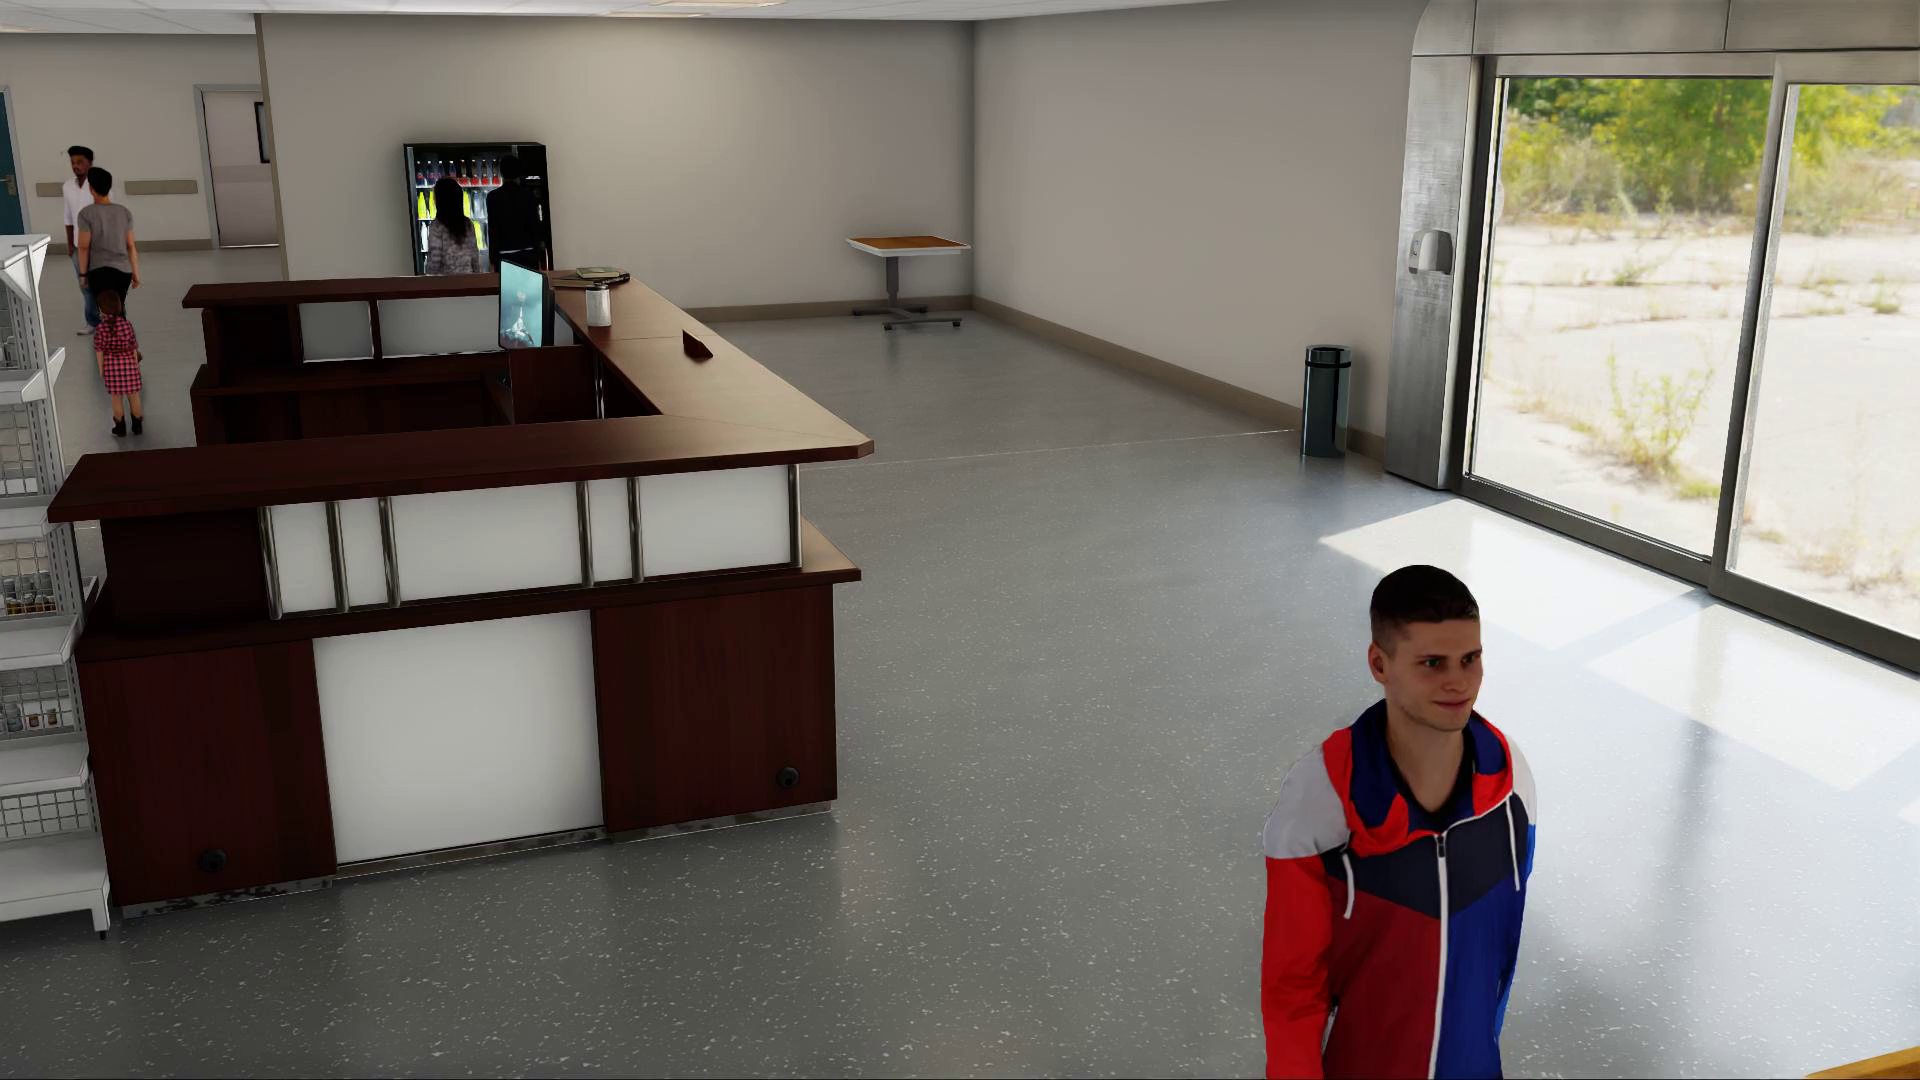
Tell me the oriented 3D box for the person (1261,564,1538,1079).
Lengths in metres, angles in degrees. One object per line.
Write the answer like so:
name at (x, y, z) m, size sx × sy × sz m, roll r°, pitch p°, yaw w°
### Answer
person at (0.682, 0.886, 2.861) m, size 1.130 × 1.707 × 0.825 m, roll -3°, pitch 16°, yaw -11°

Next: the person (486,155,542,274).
person at (-3.675, -2.263, 13.798) m, size 0.507 × 1.834 × 0.691 m, roll -9°, pitch 18°, yaw -28°

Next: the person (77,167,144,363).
person at (-7.145, -2.251, 14.016) m, size 1.028 × 1.692 × 1.124 m, roll 13°, pitch 20°, yaw 38°

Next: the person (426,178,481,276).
person at (-3.731, -1.811, 12.440) m, size 1.133 × 1.702 × 1.110 m, roll 8°, pitch 18°, yaw 28°

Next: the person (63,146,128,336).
person at (-8.363, -2.890, 16.068) m, size 0.635 × 1.809 × 0.779 m, roll 1°, pitch 16°, yaw 2°

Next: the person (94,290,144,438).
person at (-5.903, -1.242, 11.668) m, size 0.448 × 1.024 × 0.536 m, roll -12°, pitch 20°, yaw -37°
